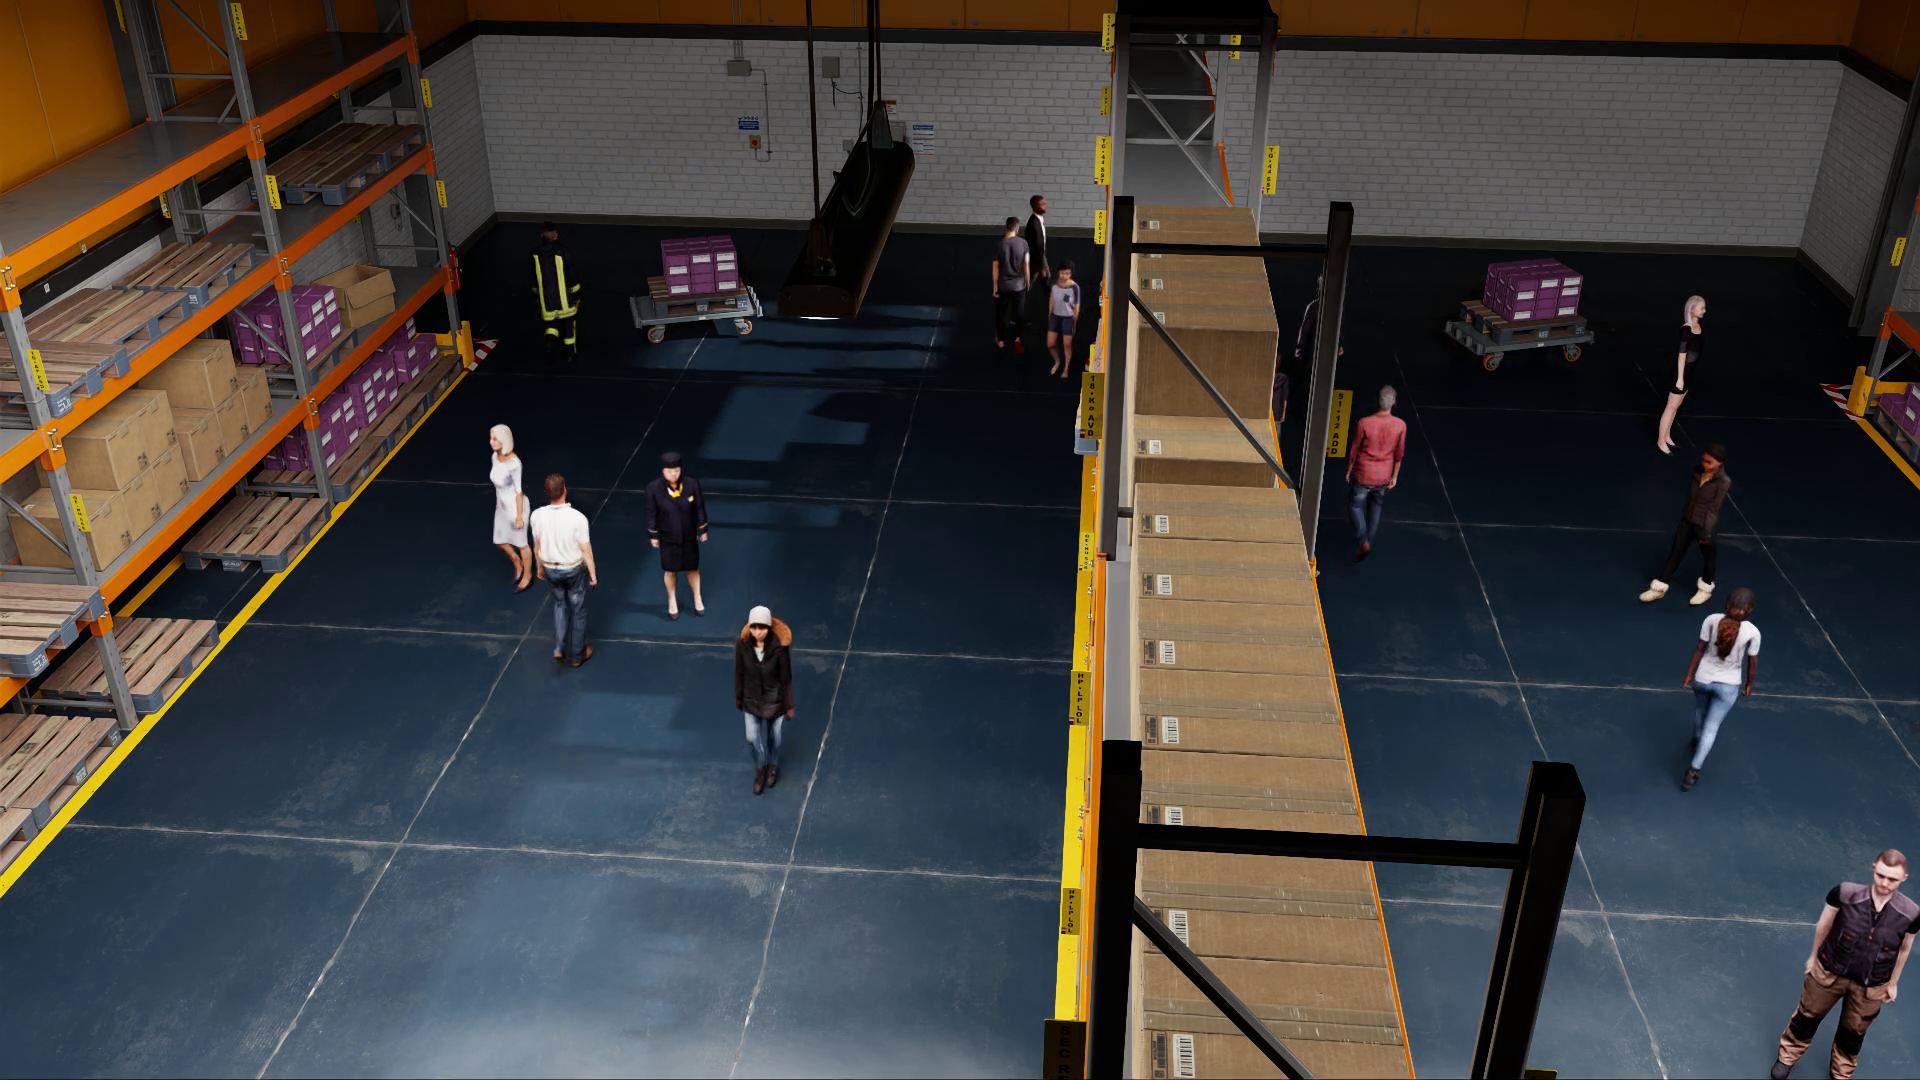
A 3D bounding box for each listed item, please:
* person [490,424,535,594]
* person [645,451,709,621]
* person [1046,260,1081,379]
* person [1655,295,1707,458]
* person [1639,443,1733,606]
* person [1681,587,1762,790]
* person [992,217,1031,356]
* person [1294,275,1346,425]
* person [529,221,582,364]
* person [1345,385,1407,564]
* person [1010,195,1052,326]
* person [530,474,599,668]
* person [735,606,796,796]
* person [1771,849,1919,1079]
[{"bbox_3d":[-4.164,-0.322,15.703,0.676,1.742,0.715,23,36,35],"label":"person"},{"bbox_3d":[-2.590,-0.054,15.288,0.790,1.671,0.759,-8,30,-14],"label":"person"},{"bbox_3d":[1.290,-2.733,20.332,0.669,1.543,0.689,14,32,24],"label":"person"},{"bbox_3d":[7.979,-1.831,18.378,0.709,1.830,0.597,19,34,31],"label":"person"},{"bbox_3d":[6.745,-0.100,15.395,0.894,1.649,0.922,10,30,17],"label":"person"},{"bbox_3d":[5.891,1.174,13.014,0.956,1.691,1.118,20,34,32],"label":"person"},{"bbox_3d":[0.651,-3.164,20.917,0.701,1.739,1.005,-2,29,-3],"label":"person"},{"bbox_3d":[4.145,-2.094,18.874,0.877,1.816,0.924,-12,31,-21],"label":"person"},{"bbox_3d":[-4.996,-3.011,20.523,0.735,1.849,0.820,2,29,4],"label":"person"},{"bbox_3d":[4.016,-0.605,16.148,0.756,1.813,0.988,-1,29,-1],"label":"person"},{"bbox_3d":[0.882,-3.609,21.712,0.800,1.759,1.050,5,29,9],"label":"person"},{"bbox_3d":[-3.469,0.330,14.410,0.712,1.837,0.777,6,29,11],"label":"person"},{"bbox_3d":[-1.521,1.192,13.050,0.646,1.626,0.630,1,29,1],"label":"person"},{"bbox_3d":[5.479,2.624,10.200,0.769,1.841,0.742,15,32,25],"label":"person"}]
